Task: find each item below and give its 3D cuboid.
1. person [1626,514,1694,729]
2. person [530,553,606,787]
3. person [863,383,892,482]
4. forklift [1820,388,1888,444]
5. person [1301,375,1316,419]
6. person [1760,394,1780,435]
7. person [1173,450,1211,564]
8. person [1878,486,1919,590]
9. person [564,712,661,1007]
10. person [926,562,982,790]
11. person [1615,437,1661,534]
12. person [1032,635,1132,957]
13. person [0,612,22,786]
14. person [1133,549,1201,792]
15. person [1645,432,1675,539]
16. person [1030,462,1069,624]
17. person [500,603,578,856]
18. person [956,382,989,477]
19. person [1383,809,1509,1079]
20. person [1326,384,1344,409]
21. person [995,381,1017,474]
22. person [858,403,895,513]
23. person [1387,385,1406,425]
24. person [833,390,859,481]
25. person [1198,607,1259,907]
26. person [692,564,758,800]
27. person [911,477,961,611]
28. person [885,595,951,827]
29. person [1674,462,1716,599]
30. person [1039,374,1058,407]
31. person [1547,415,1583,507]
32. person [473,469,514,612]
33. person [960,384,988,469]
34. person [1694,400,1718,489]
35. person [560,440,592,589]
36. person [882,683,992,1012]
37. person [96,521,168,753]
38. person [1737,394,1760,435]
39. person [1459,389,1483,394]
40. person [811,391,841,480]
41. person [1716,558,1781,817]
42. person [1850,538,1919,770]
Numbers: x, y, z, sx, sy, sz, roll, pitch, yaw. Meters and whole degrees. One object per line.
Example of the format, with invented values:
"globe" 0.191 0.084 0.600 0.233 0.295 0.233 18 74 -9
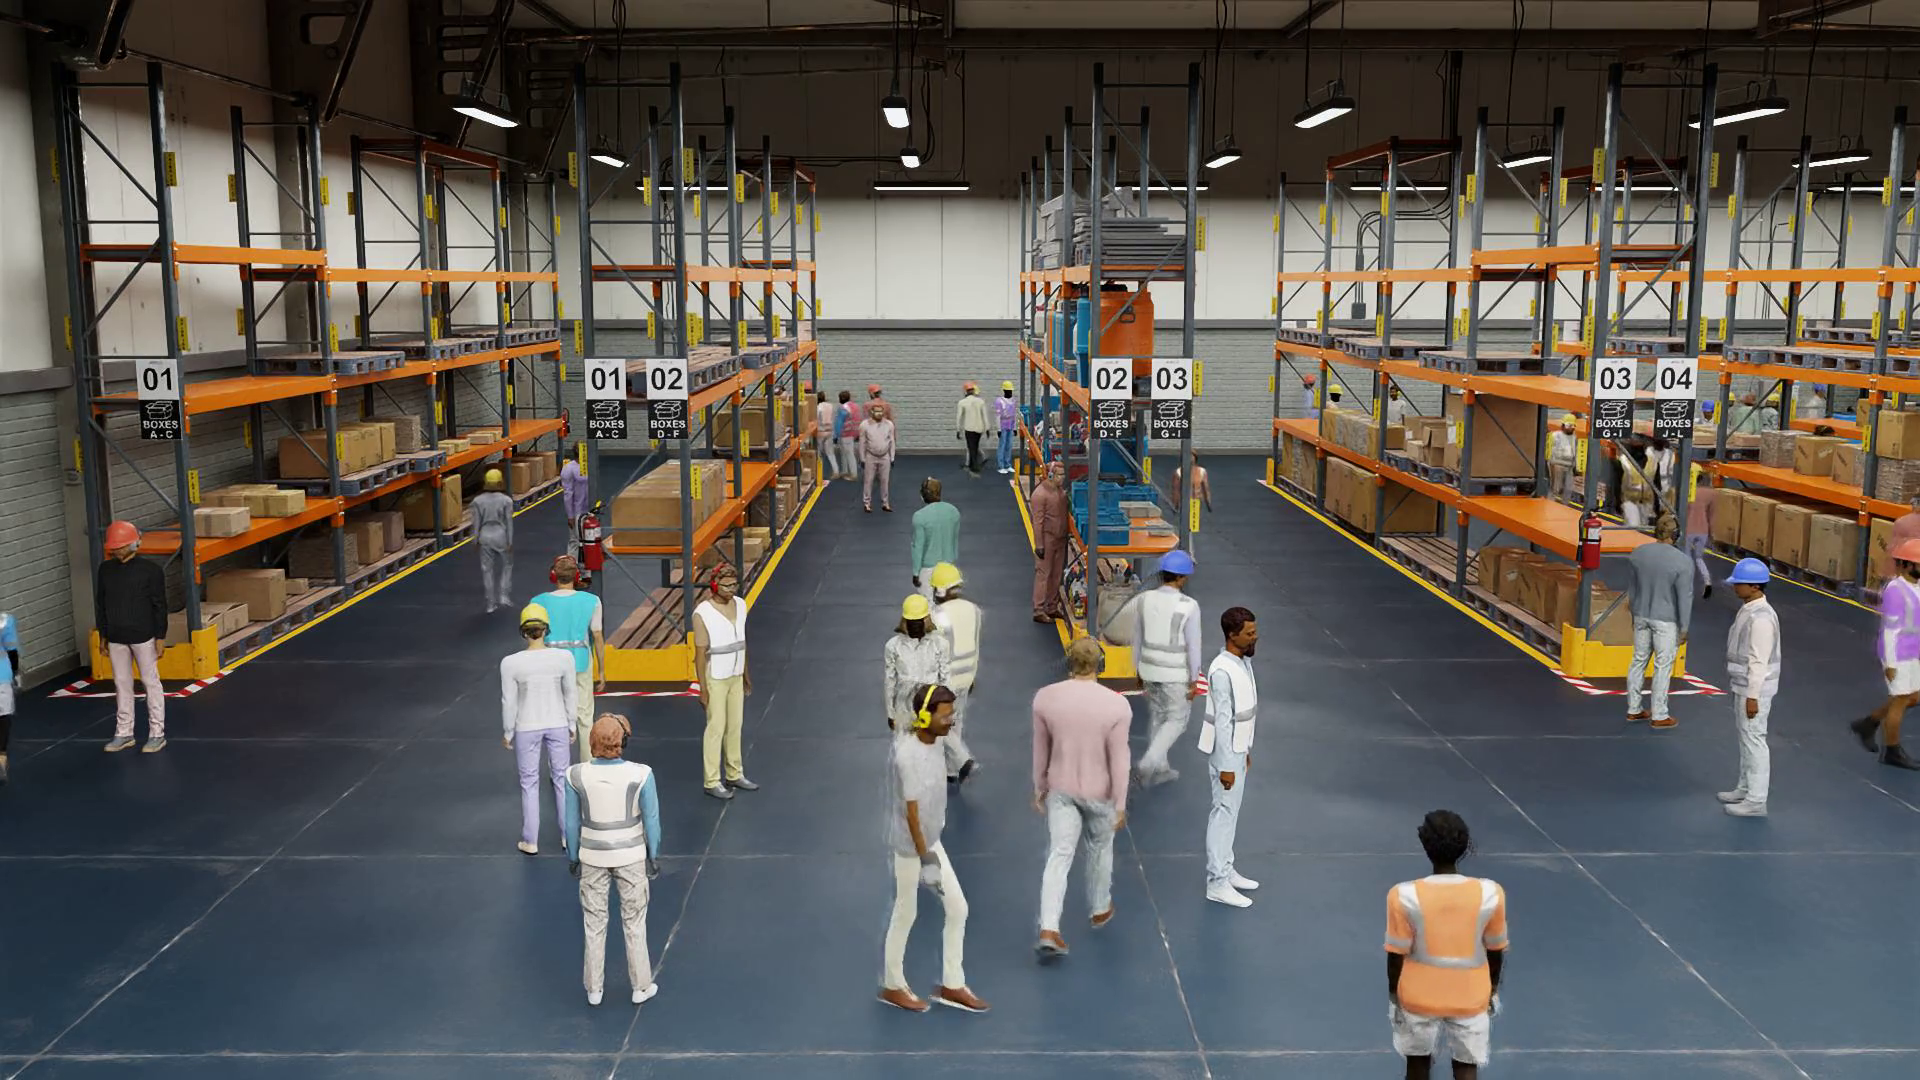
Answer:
"person" 6.245 0.724 14.867 0.376 1.932 0.623 -6 11 -33
"person" -3.082 1.033 13.108 0.570 1.849 0.380 -1 9 -6
"person" -1.633 -2.118 32.986 0.634 1.974 0.490 -3 9 -21
"forklift" 20.072 -3.110 36.462 1.873 2.768 1.129 0 9 0
"person" 7.803 -2.747 37.286 0.378 1.910 0.633 2 9 11
"person" 16.371 -2.094 33.609 0.324 1.729 0.494 -1 9 -5
"person" 3.282 -0.499 23.753 0.517 1.601 0.837 -2 9 -13
"person" 9.953 0.383 17.217 0.635 1.876 0.905 -1 9 -8
"person" -1.901 1.757 9.127 0.522 1.639 0.305 0 9 -2
"person" -0.049 1.076 12.967 0.551 1.816 0.593 8 12 42
"person" 9.615 -0.580 23.666 0.636 1.811 0.819 0 9 3
"person" 0.706 1.511 9.932 0.626 1.895 0.992 3 9 20
"person" -7.707 1.117 13.116 0.523 1.679 0.721 -4 10 -23
"person" 1.560 1.033 12.911 0.627 1.922 0.706 8 12 41
"person" 10.173 -0.755 24.423 0.540 1.916 0.855 1 9 6
"person" 1.085 0.023 19.481 0.401 1.895 0.655 6 11 33
"person" -2.926 1.315 11.594 0.524 1.760 0.328 -4 10 -24
"person" 0.247 -2.266 34.154 0.649 1.921 1.009 -4 10 -25
"person" 2.123 2.021 7.284 0.547 1.681 0.551 1 9 6
"person" 7.499 -2.170 33.470 0.381 1.924 0.594 1 9 5
"person" 0.979 -2.343 34.579 0.366 1.927 0.591 8 12 40
"person" -1.423 -1.415 28.725 0.641 1.898 0.394 -3 9 -18
"person" 8.970 -2.275 34.378 0.327 1.861 0.503 -9 12 -44
"person" -2.326 -2.087 33.305 0.729 1.806 0.659 4 10 23
"person" 1.742 1.370 10.723 0.392 1.920 0.592 3 9 18
"person" -1.848 1.083 12.860 0.393 1.832 0.574 5 10 30
"person" -0.264 0.298 17.589 0.630 1.933 0.364 -8 12 -40
"person" -0.304 1.246 12.110 0.486 1.736 0.322 0 9 0
"person" 9.114 -0.090 20.650 0.540 1.744 0.476 -1 9 -4
"person" 1.954 -2.776 37.185 0.407 1.983 0.612 -5 10 -30
"person" 9.994 -1.181 27.538 0.610 1.794 0.472 -7 11 -37
"person" -5.634 0.006 20.112 0.500 1.729 0.423 -1 9 -3
"person" 0.270 -2.393 35.251 0.502 1.824 0.602 -3 9 -18
"person" 12.957 -1.466 28.894 0.606 1.940 0.409 3 9 19
"person" -4.919 -0.341 21.666 0.372 1.940 0.630 4 10 23
"person" -0.128 1.685 8.954 0.751 1.835 0.500 5 10 30
"person" -7.014 0.816 14.072 0.609 1.986 0.391 1 9 6
"person" 16.632 -2.261 35.038 0.342 1.624 0.509 -2 9 -12
"person" 11.479 -2.796 37.494 0.546 1.928 0.385 0 9 0
"person" -2.736 -2.092 33.459 0.619 1.811 0.910 -8 12 -41
"person" 5.909 1.091 12.469 0.420 1.939 0.603 3 9 17
"person" 7.688 0.918 13.621 0.570 1.920 0.519 -8 12 -41
